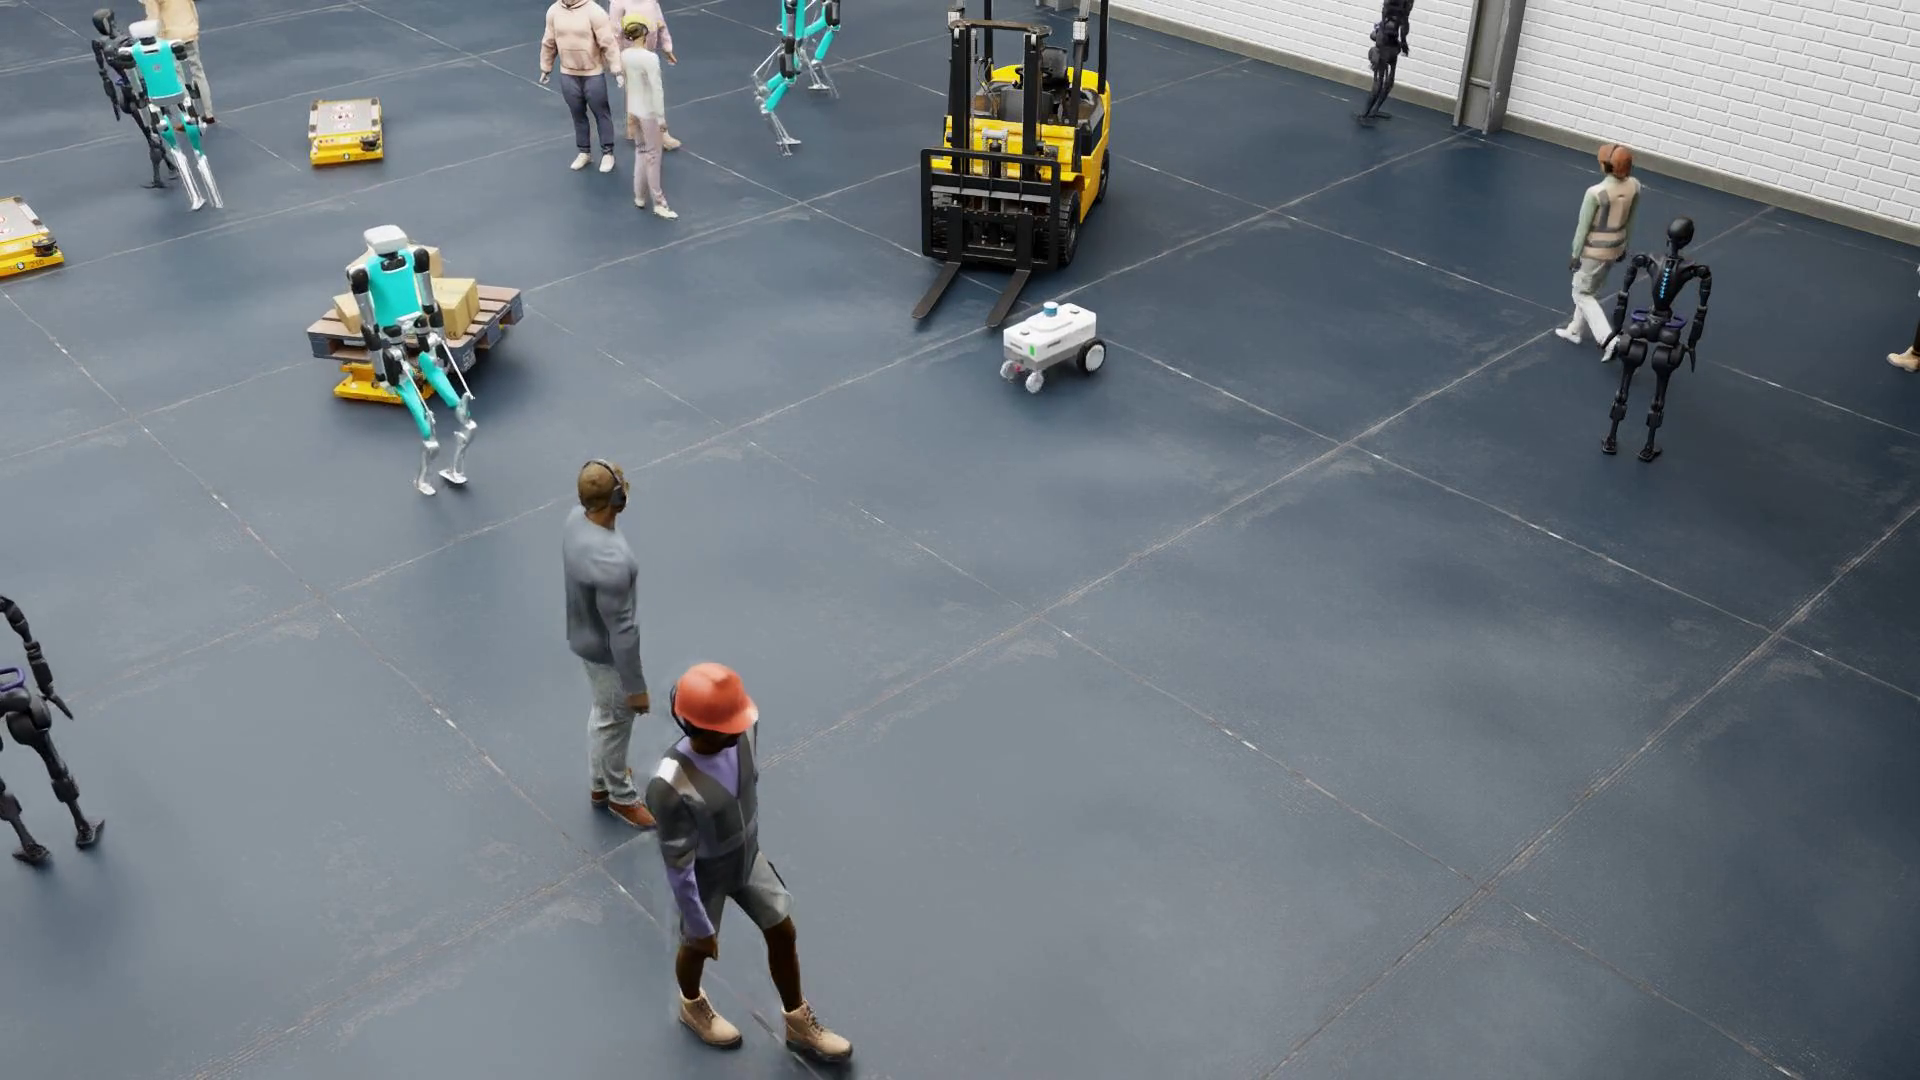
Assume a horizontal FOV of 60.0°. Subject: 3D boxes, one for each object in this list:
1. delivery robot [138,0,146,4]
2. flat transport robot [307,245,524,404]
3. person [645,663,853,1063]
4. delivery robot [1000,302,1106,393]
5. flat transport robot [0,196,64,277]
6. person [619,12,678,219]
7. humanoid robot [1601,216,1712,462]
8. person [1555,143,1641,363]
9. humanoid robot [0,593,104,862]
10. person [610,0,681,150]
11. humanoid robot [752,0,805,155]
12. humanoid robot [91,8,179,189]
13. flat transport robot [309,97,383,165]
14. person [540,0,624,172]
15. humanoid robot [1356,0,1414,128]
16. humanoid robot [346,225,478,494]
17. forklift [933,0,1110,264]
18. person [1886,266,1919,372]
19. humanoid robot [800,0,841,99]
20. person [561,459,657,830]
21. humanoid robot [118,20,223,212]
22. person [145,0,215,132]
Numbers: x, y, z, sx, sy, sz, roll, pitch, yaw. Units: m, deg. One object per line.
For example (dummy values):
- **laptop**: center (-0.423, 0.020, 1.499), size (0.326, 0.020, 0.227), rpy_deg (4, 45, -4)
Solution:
- **delivery robot**: center (-9.788, -6.933, 20.584), size (0.499, 0.614, 0.791), rpy_deg (25, 41, 33)
- **flat transport robot**: center (-3.989, -1.423, 12.360), size (0.659, 0.231, 1.431), rpy_deg (7, 34, 11)
- **person**: center (-0.843, 1.335, 6.532), size (0.919, 2.009, 0.623), rpy_deg (19, 38, 27)
- **delivery robot**: center (0.656, -1.458, 12.125), size (0.739, 0.566, 0.499), rpy_deg (-27, 41, -35)
- **flat transport robot**: center (-8.174, -2.584, 14.144), size (0.659, 0.231, 1.431), rpy_deg (-23, 40, -31)
- **person**: center (-2.702, -3.695, 14.522), size (0.324, 1.720, 0.656), rpy_deg (-26, 41, -34)
- **humanoid robot**: center (4.541, -1.327, 10.908), size (0.599, 1.657, 0.315), rpy_deg (17, 37, 25)
- **person**: center (4.711, -2.080, 12.139), size (0.519, 1.618, 0.672), rpy_deg (-15, 36, -22)
- **humanoid robot**: center (-4.456, 0.797, 7.667), size (0.591, 1.648, 0.373), rpy_deg (-22, 39, -30)
- **person**: center (-2.991, -4.609, 15.899), size (0.756, 1.747, 0.581), rpy_deg (20, 38, 28)
- **humanoid robot**: center (-1.760, -4.485, 15.764), size (0.675, 1.849, 0.545), rpy_deg (3, 33, 4)
- **humanoid robot**: center (-7.443, -4.002, 15.053), size (0.606, 1.621, 0.667), rpy_deg (5, 33, 8)
- **flat transport robot**: center (-6.049, -4.048, 16.394), size (0.659, 0.231, 1.431), rpy_deg (-9, 34, -14)
- **person**: center (-3.490, -4.356, 15.415), size (0.810, 1.858, 0.438), rpy_deg (6, 34, 10)
- **humanoid robot**: center (4.231, -4.911, 16.434), size (0.412, 1.629, 0.610), rpy_deg (26, 41, 34)
- **humanoid robot**: center (-3.344, -1.061, 10.442), size (0.692, 1.784, 0.532), rpy_deg (27, 42, 35)
- **forklift**: center (0.570, -3.725, 14.138), size (1.214, 2.155, 2.313), rpy_deg (9, 34, 13)
- **person**: center (7.145, -2.018, 11.965), size (0.535, 1.696, 0.318), rpy_deg (-11, 35, -17)
- **humanoid robot**: center (-1.490, -5.398, 17.171), size (0.754, 1.839, 0.533), rpy_deg (-6, 34, -9)
- **person**: center (-1.647, 0.526, 7.864), size (0.411, 1.921, 0.777), rpy_deg (-13, 35, -20)
- **humanoid robot**: center (-6.865, -3.675, 14.524), size (0.550, 1.836, 0.740), rpy_deg (-14, 35, -20)
- **person**: center (-7.705, -4.968, 16.351), size (0.456, 1.870, 0.589), rpy_deg (16, 36, 23)
